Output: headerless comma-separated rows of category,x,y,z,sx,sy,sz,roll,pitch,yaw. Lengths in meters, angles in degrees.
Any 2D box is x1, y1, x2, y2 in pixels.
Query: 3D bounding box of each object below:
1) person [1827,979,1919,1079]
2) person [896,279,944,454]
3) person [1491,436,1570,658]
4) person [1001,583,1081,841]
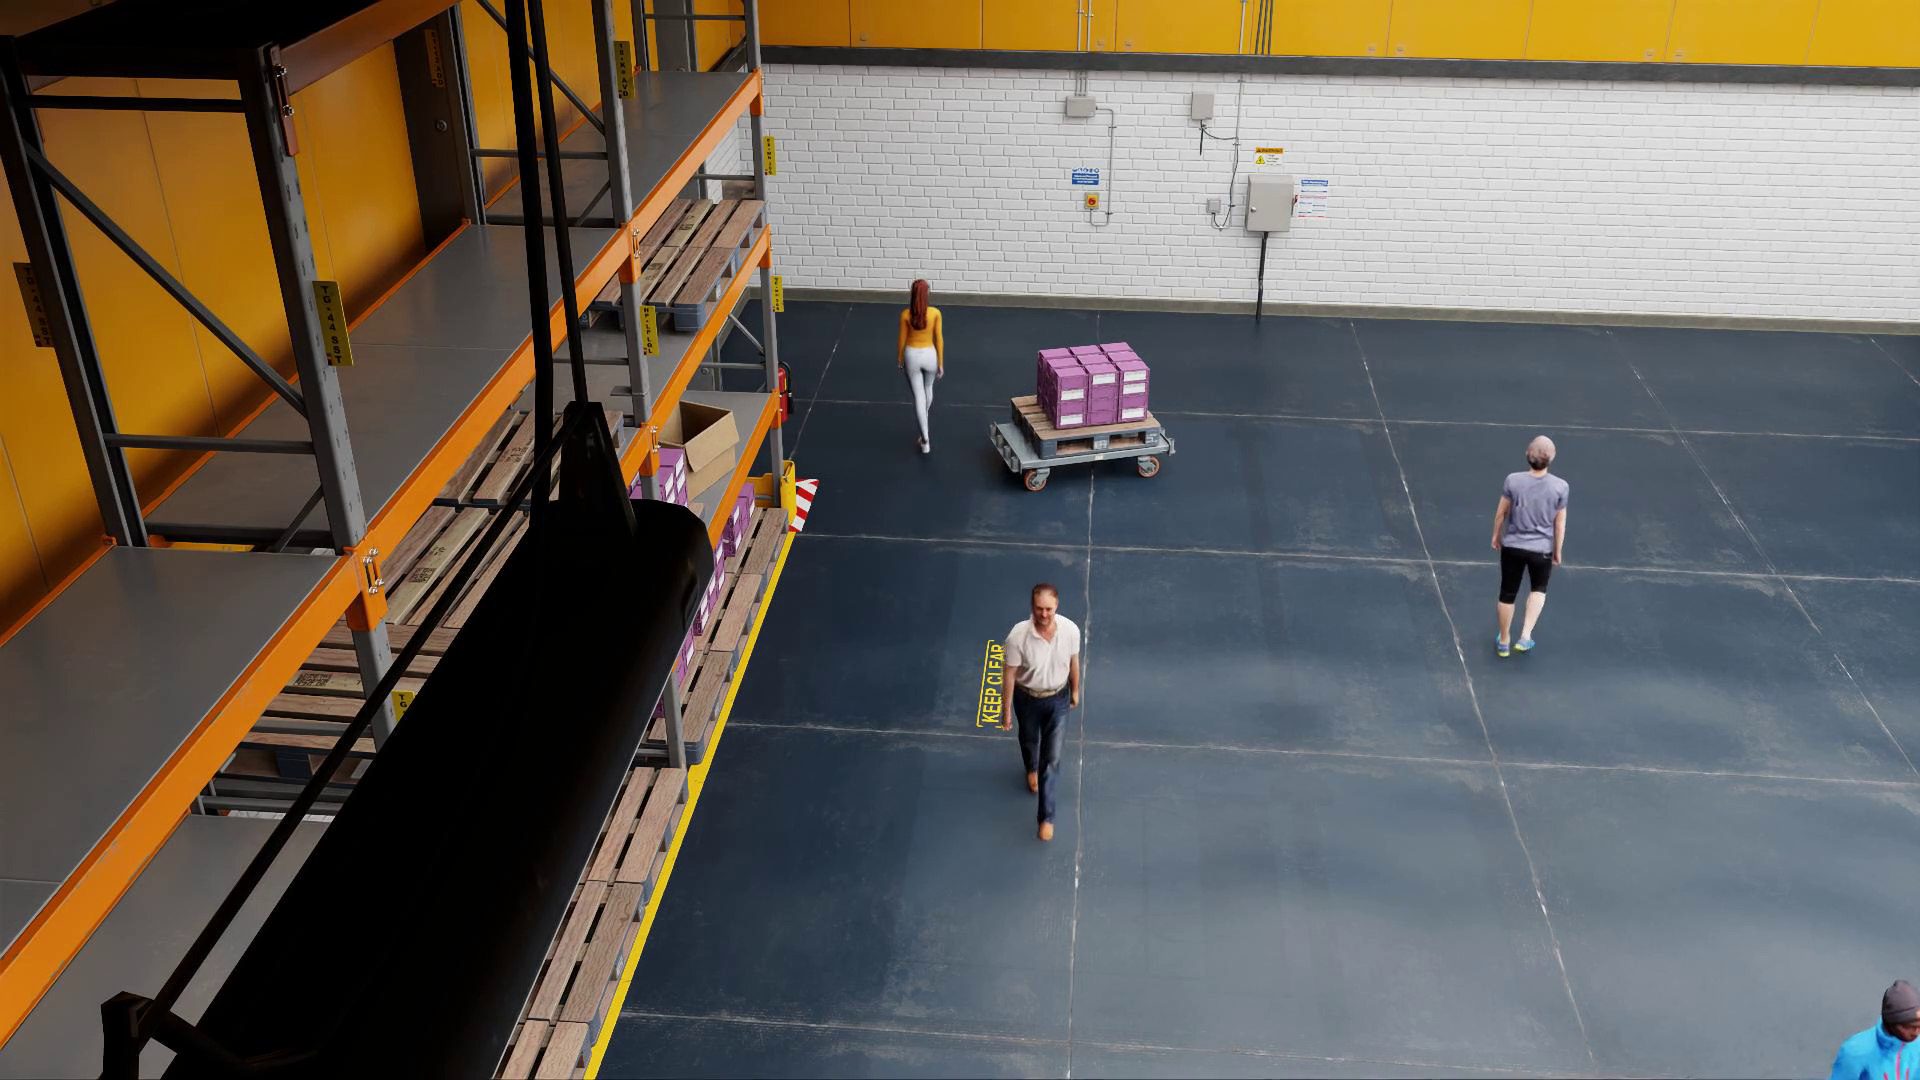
person,4.298,2.778,8.095,0.873,1.764,1.111,-9,30,-16
person,-0.374,-1.675,16.312,0.770,1.714,1.131,-4,29,-8
person,4.383,0.108,12.872,0.772,1.878,0.739,12,31,21
person,0.542,1.021,11.266,0.750,1.813,1.226,0,29,0
